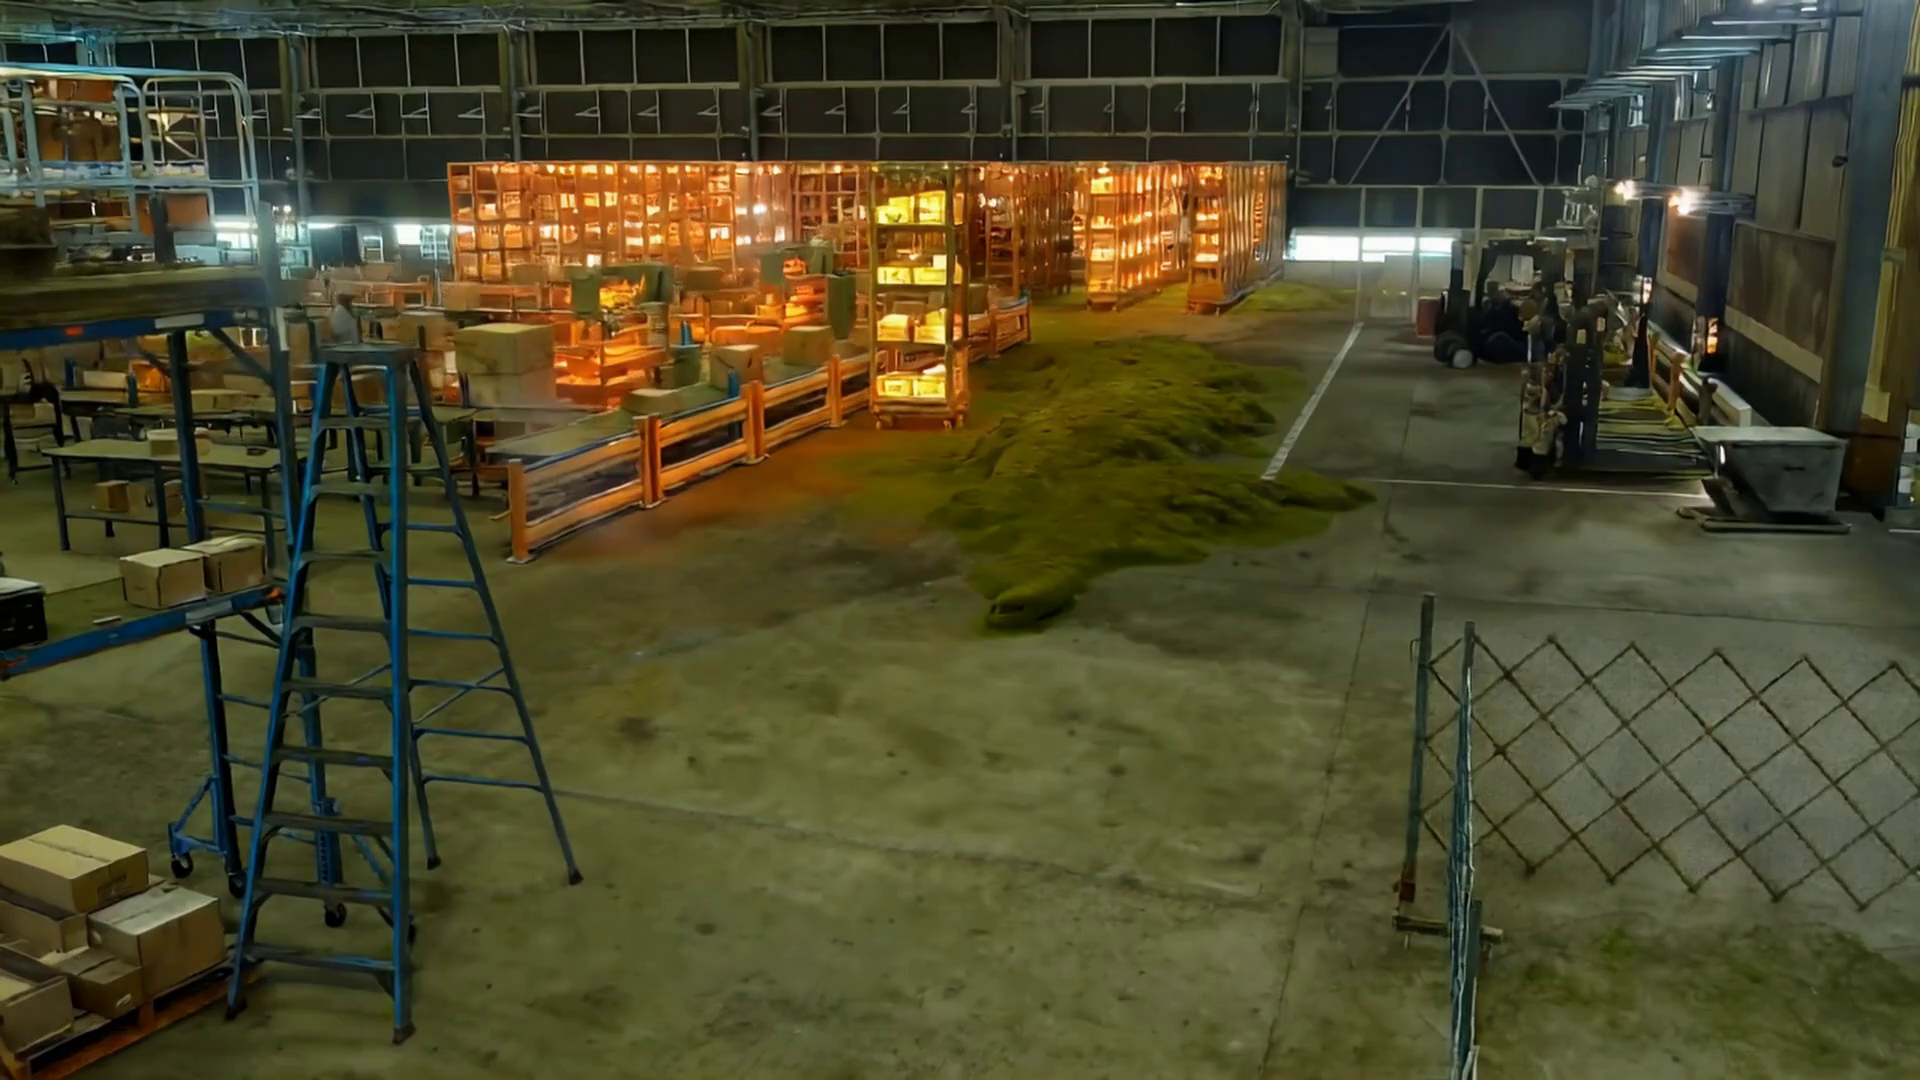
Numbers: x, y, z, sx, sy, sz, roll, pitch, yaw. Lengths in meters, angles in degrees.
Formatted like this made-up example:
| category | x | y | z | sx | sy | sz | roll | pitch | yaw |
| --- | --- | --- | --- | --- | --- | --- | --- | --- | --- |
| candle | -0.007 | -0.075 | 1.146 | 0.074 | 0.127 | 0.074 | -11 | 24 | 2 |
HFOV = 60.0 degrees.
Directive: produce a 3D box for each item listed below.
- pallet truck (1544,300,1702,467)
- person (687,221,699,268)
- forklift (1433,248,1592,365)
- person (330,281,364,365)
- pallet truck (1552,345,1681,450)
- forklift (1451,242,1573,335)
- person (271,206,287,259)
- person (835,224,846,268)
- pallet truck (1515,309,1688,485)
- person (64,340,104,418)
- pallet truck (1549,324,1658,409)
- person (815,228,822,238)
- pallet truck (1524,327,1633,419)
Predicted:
| category | x | y | z | sx | sy | sz | roll | pitch | yaw |
| --- | --- | --- | --- | --- | --- | --- | --- | --- | --- |
| pallet truck | 8.263 | -1.952 | 20.631 | 1.885 | 1.965 | 0.823 | 5 | 14 | 20 |
| person | -8.097 | -8.813 | 50.311 | 0.604 | 1.973 | 0.636 | 3 | 13 | 13 |
| forklift | 9.780 | -4.111 | 29.280 | 2.680 | 1.987 | 1.157 | 3 | 13 | 14 |
| person | -8.853 | -2.711 | 23.892 | 0.965 | 2.011 | 0.611 | 1 | 13 | 3 |
| pallet truck | 8.641 | -1.896 | 21.908 | 1.630 | 1.274 | 0.653 | 4 | 14 | 16 |
| forklift | 10.464 | -4.597 | 31.405 | 2.680 | 1.987 | 1.157 | 4 | 14 | 16 |
| person | -25.155 | -11.349 | 61.363 | 0.614 | 1.932 | 0.450 | -9 | 16 | -33 |
| person | -3.533 | -8.753 | 50.415 | 0.583 | 1.812 | 0.596 | 5 | 14 | 19 |
| pallet truck | 7.554 | -1.677 | 19.446 | 1.885 | 1.965 | 0.823 | 3 | 13 | 14 |
| person | -12.696 | -2.722 | 24.182 | 0.665 | 1.890 | 0.421 | 6 | 14 | 23 |
| pallet truck | 9.824 | -2.669 | 25.407 | 1.601 | 1.201 | 0.680 | 4 | 14 | 16 |
| person | -4.416 | -8.858 | 50.884 | 0.631 | 1.813 | 0.677 | 10 | 16 | 36 |
| pallet truck | 9.065 | -2.460 | 24.370 | 1.522 | 1.261 | 0.704 | 3 | 13 | 14 |
